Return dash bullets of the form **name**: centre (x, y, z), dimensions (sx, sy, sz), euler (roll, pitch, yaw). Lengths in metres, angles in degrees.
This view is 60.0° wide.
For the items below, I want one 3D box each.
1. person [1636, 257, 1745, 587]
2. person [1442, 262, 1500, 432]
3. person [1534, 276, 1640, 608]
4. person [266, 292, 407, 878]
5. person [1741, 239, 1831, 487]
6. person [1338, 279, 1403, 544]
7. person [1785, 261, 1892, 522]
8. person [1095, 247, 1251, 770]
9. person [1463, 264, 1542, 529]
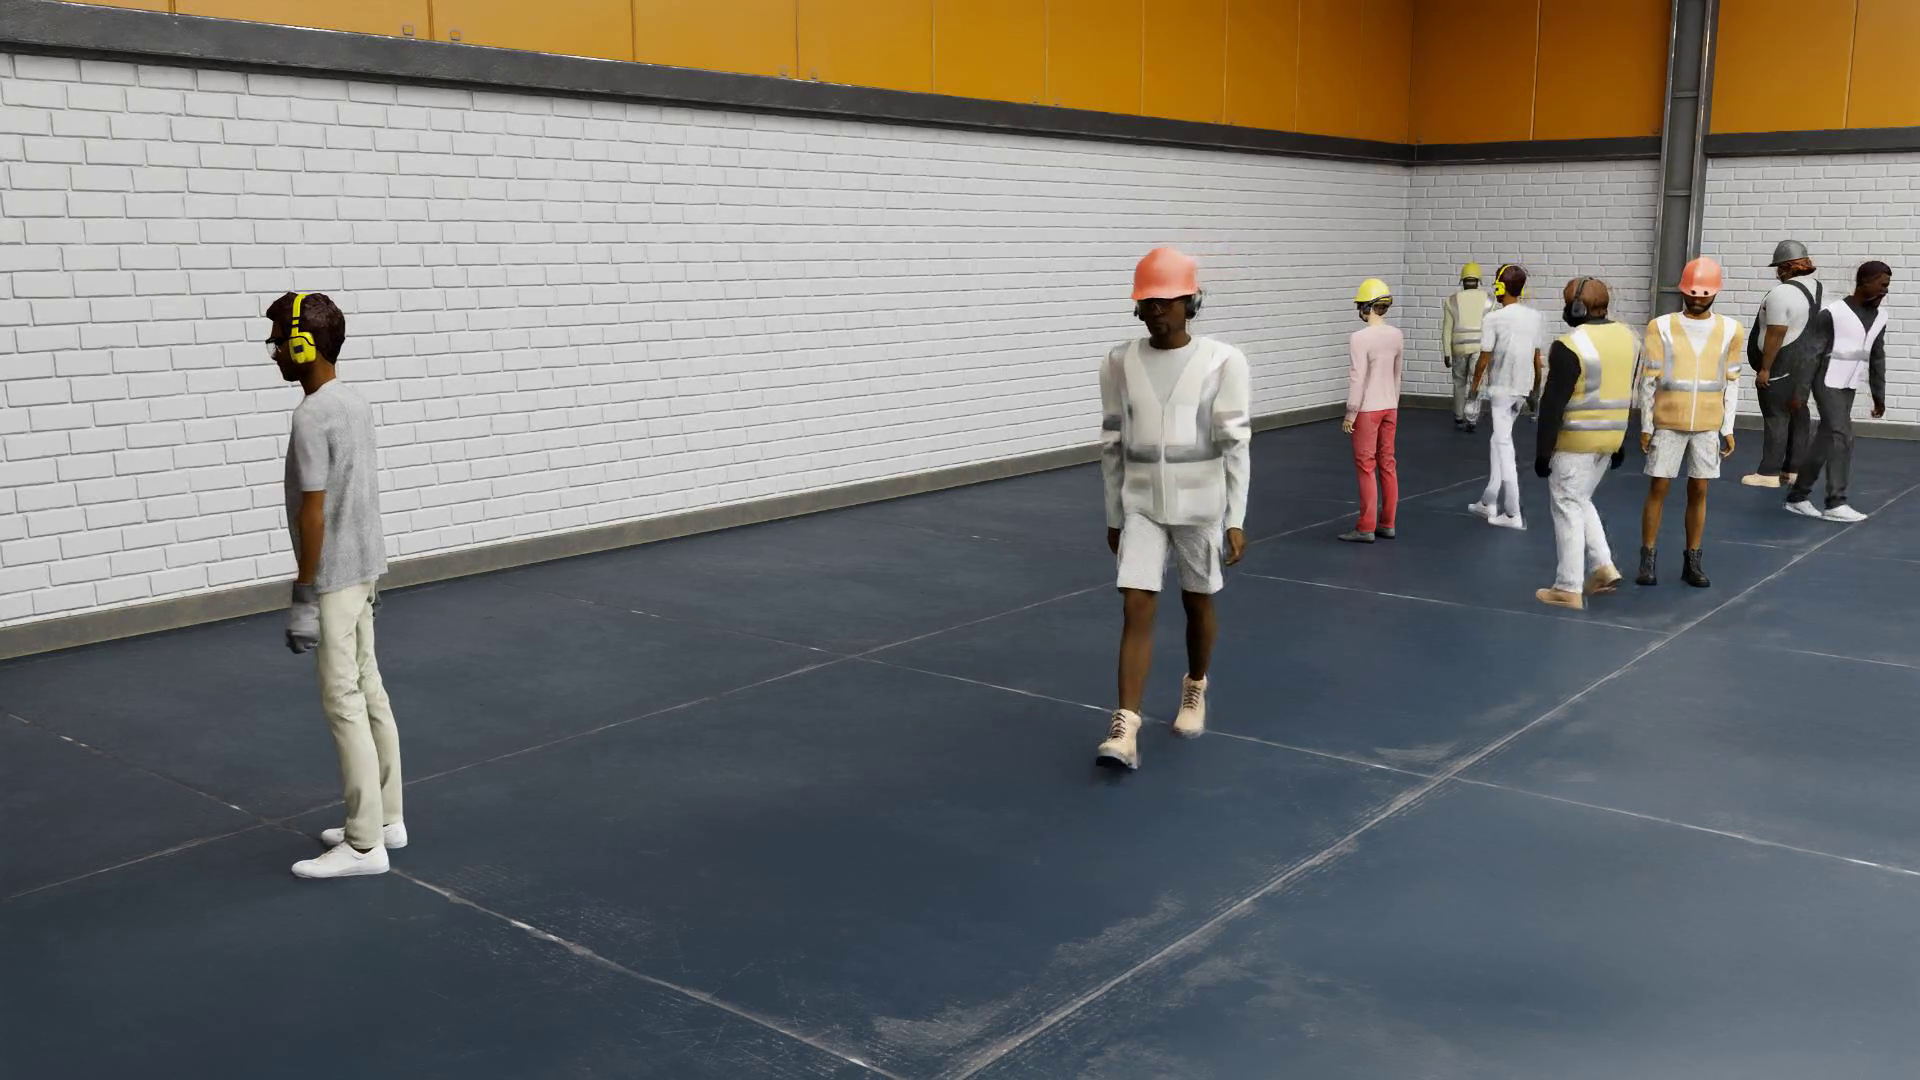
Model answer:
- **person**: centre (4.253, -0.676, 9.698), dimensions (0.547, 1.924, 0.391), euler (2, 10, 12)
- **person**: centre (5.434, -2.052, 17.714), dimensions (0.582, 1.796, 0.931), euler (3, 11, 17)
- **person**: centre (3.410, -0.528, 9.149), dimensions (0.648, 1.823, 0.451), euler (-6, 12, -32)
- **person**: centre (-2.001, 0.148, 5.324), dimensions (0.311, 1.860, 0.504), euler (-1, 10, -3)
- **person**: centre (6.770, -1.460, 13.723), dimensions (0.679, 2.000, 0.537), euler (-6, 12, -31)
- **person**: centre (2.750, -0.862, 11.168), dimensions (0.533, 1.767, 0.326), euler (-8, 13, -39)
- **person**: centre (6.368, -1.062, 11.987), dimensions (0.612, 1.870, 0.842), euler (-5, 11, -27)
- **person**: centre (0.813, -0.123, 6.460), dimensions (0.635, 1.987, 1.043), euler (4, 11, 20)
- **person**: centre (3.801, -1.028, 11.853), dimensions (0.555, 1.846, 0.767), euler (-5, 11, -26)
